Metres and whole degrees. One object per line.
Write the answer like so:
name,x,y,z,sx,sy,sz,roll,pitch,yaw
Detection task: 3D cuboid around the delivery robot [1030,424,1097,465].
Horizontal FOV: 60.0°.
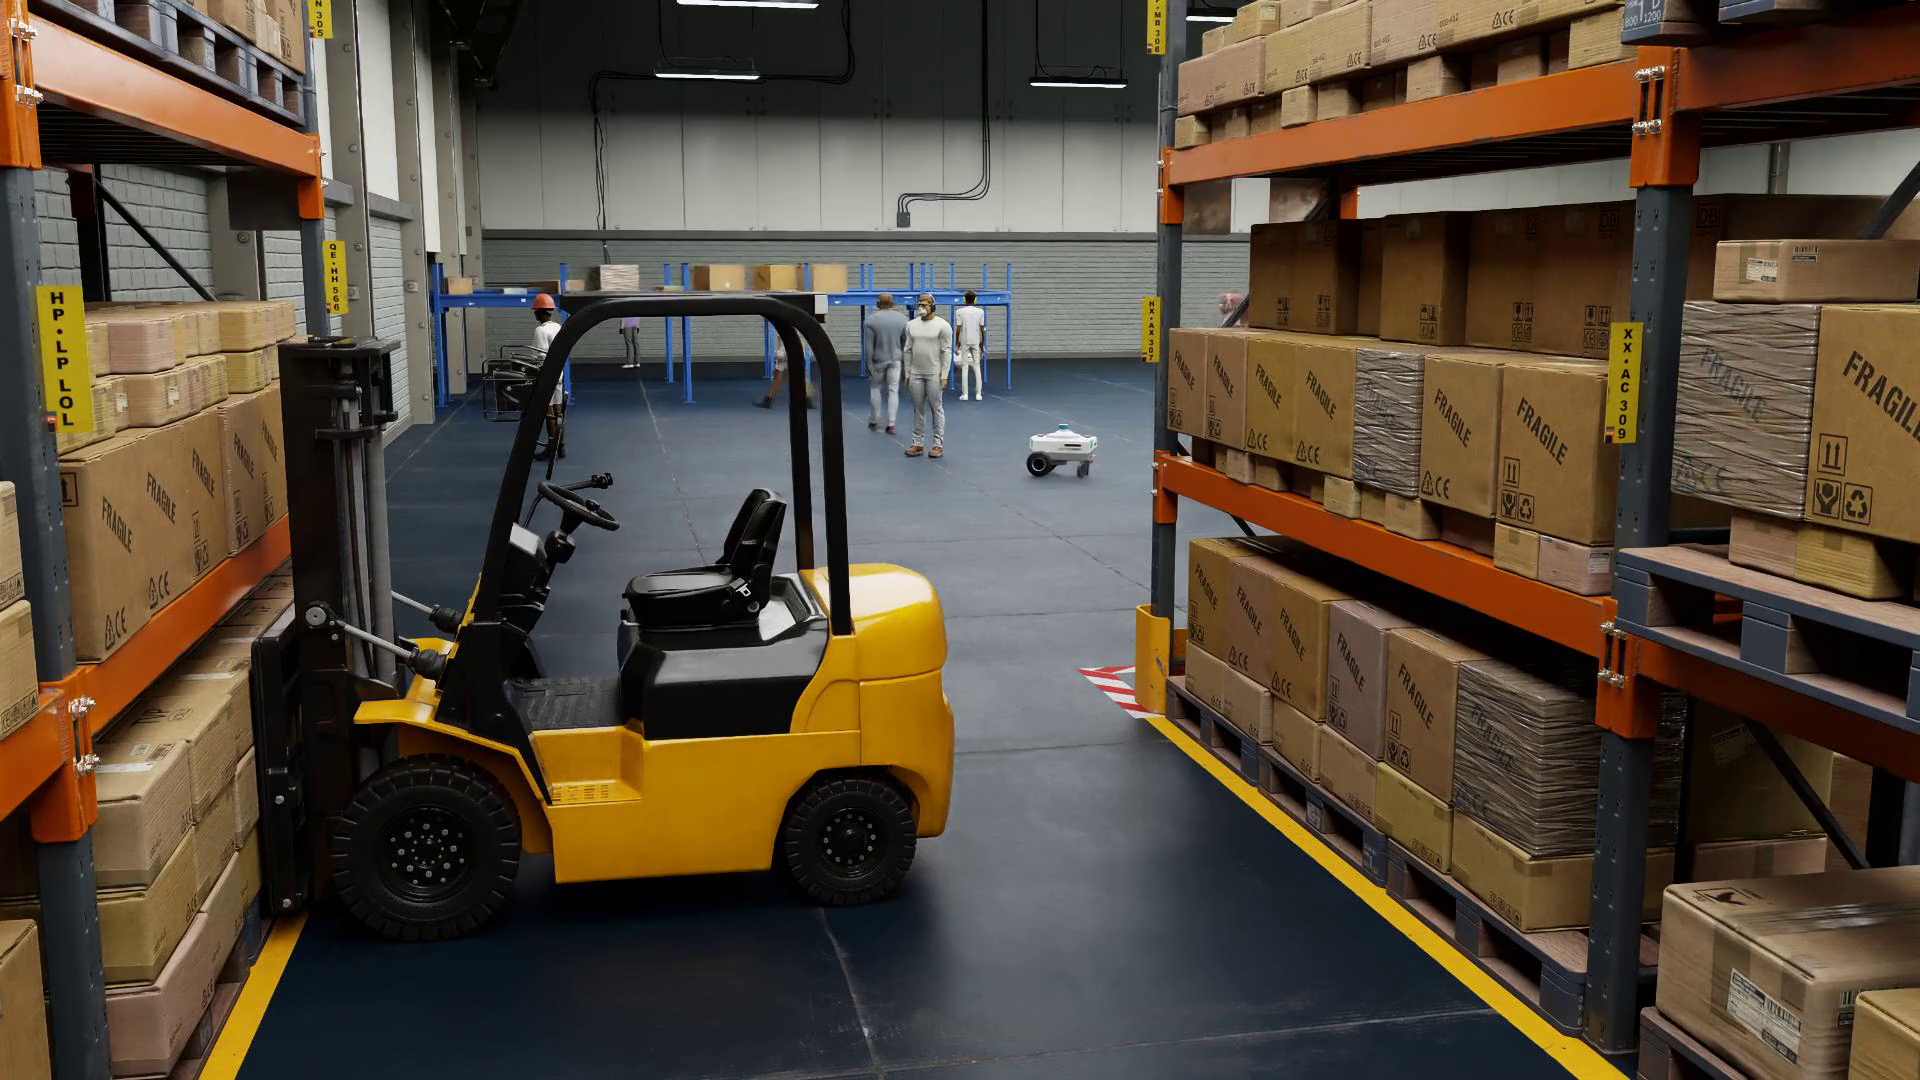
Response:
delivery robot,1.132,-1.024,18.152,0.707,0.478,0.477,2,10,11

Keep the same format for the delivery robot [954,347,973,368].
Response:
delivery robot,0.020,-3.893,35.636,0.707,0.478,0.477,1,9,6

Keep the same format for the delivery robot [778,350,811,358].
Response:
delivery robot,-3.685,-4.113,36.977,0.707,0.478,0.477,2,10,11

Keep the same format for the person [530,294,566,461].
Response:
person,-4.848,-1.913,19.520,0.356,1.939,0.543,2,9,11

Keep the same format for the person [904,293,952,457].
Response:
person,-0.395,-1.965,19.836,0.632,1.940,0.372,5,11,28

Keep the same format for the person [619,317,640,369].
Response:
person,-7.395,-4.802,37.161,0.386,1.928,0.589,6,11,33

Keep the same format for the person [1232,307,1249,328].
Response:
person,3.001,-1.518,17.286,0.780,1.876,0.688,-7,12,-36

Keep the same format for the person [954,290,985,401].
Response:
person,0.167,-3.305,28.219,0.535,1.868,0.309,-1,9,-9

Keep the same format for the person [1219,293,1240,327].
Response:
person,3.654,-2.480,23.139,0.797,1.877,0.654,2,9,10

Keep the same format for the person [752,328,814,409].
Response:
person,-2.783,-3.003,26.334,0.980,1.884,0.561,-1,9,-6

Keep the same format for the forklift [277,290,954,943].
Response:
forklift,-1.179,0.175,6.143,2.313,2.155,1.214,-2,10,-12

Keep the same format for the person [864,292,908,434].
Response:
person,-1.031,-2.439,22.827,0.643,1.912,0.810,-2,10,-12
